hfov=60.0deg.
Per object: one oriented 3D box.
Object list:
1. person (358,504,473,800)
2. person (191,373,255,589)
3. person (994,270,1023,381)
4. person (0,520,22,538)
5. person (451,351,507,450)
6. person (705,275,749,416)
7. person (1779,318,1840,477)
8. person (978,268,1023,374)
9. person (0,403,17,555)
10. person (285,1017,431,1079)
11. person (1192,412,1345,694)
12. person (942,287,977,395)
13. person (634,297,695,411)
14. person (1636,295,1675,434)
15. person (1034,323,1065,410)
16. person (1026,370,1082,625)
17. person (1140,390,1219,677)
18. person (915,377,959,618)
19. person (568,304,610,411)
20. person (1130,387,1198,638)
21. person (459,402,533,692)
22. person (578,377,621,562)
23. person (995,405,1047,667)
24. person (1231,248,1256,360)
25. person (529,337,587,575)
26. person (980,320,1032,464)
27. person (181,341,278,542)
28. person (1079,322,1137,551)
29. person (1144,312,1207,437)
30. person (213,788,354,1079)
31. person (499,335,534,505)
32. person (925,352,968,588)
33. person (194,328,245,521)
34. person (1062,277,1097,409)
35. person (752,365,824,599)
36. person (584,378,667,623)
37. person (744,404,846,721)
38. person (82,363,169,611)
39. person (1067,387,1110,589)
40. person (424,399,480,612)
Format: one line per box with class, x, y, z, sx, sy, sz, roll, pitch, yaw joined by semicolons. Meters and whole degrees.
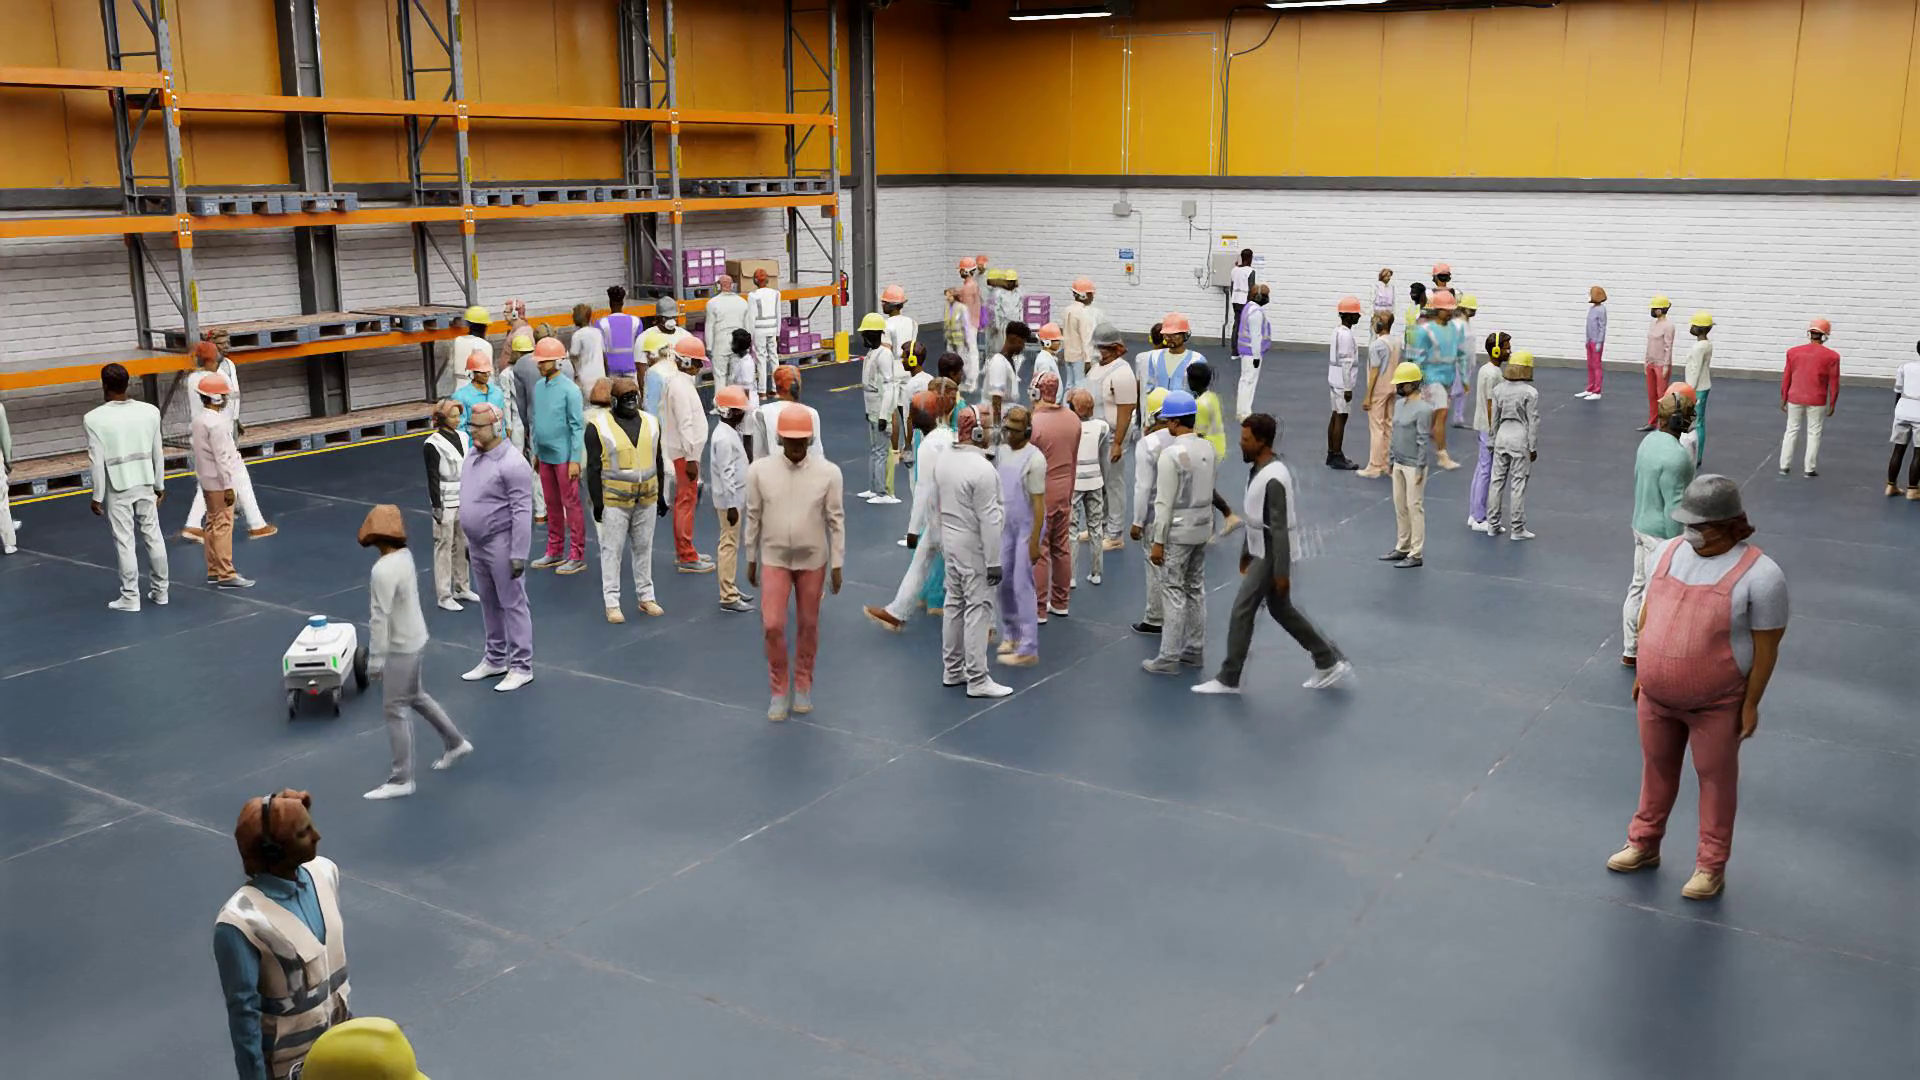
person;-3.026;0.605;9.130;0.479;1.614;0.611;-2;13;-7
person;-6.016;-0.486;13.548;0.345;1.747;0.573;-11;17;-38
person;0.770;-3.337;25.932;0.492;1.742;0.323;-5;14;-21
person;-8.949;-0.816;14.842;0.491;1.809;0.956;9;16;34
person;-4.311;-0.836;15.061;0.330;1.751;0.563;8;15;31
person;-3.175;-2.640;22.592;0.652;1.897;0.394;-9;16;-35
person;9.308;-1.556;18.219;0.580;1.736;0.354;11;17;40
person;0.641;-3.515;26.749;0.659;1.725;0.494;-4;14;-18
person;-8.543;-0.650;14.504;0.520;1.640;0.307;-10;16;-36
person;-1.234;1.826;3.513;0.339;1.761;0.524;-1;13;-4
person;2.056;0.096;10.781;0.982;1.872;0.593;1;13;2
person;-0.012;-2.866;24.147;0.536;1.619;0.463;12;18;42
person;-3.039;-1.544;17.502;0.688;2.000;0.536;-10;17;-38
person;8.809;-2.213;21.034;0.340;1.761;0.529;-2;13;-7
person;0.938;-1.410;17.547;0.327;1.752;0.562;1;13;3
person;0.618;-0.319;12.483;0.409;1.909;0.641;11;17;40
person;1.496;-0.045;11.250;0.420;1.933;0.618;11;17;39
person;-0.171;-0.327;12.669;0.331;1.837;0.520;-4;14;-17
person;-4.358;-1.834;19.305;0.986;1.787;0.522;4;14;16
person;1.475;-0.199;12.138;0.588;1.827;0.404;-9;16;-34
person;-3.072;0.040;10.930;0.637;1.908;0.403;12;18;42
person;-3.034;-0.591;14.294;0.518;1.618;0.366;-5;14;-22
person;0.385;-0.037;11.463;0.433;1.816;0.550;-8;15;-32
person;4.889;-4.061;28.695;0.392;1.917;0.593;-8;15;-31
person;-3.394;-0.708;13.984;0.611;1.993;0.386;11;17;39
person;0.440;-1.164;16.128;0.820;1.910;0.732;3;13;13
person;-6.755;-0.886;15.098;0.579;1.853;0.766;6;14;25
person;1.259;-0.934;14.855;0.538;2.000;0.684;-5;14;-20
person;2.006;-1.116;15.640;0.605;2.045;0.377;7;15;29
person;-2.001;1.536;5.012;0.307;1.645;0.519;3;13;12
person;-4.298;-1.158;16.479;0.296;1.744;0.484;12;18;42
person;-0.137;-0.570;13.549;0.373;1.917;0.595;-9;16;-35
person;-7.156;-1.124;16.105;0.390;1.847;0.563;1;13;5
person;1.495;-2.272;20.761;0.397;1.992;0.623;-5;14;-20
person;-1.328;-0.430;13.019;0.575;1.883;0.355;4;13;16
person;-2.499;-0.306;12.569;0.621;1.845;0.429;-9;16;-35
person;-1.019;0.149;10.280;0.632;1.974;0.658;-1;13;-5
person;-6.412;-0.405;12.830;0.392;1.919;0.592;8;15;32
person;0.981;-0.418;13.493;0.511;1.644;0.307;-6;14;-23
person;-3.938;-0.278;12.897;0.305;1.637;0.522;4;14;16
